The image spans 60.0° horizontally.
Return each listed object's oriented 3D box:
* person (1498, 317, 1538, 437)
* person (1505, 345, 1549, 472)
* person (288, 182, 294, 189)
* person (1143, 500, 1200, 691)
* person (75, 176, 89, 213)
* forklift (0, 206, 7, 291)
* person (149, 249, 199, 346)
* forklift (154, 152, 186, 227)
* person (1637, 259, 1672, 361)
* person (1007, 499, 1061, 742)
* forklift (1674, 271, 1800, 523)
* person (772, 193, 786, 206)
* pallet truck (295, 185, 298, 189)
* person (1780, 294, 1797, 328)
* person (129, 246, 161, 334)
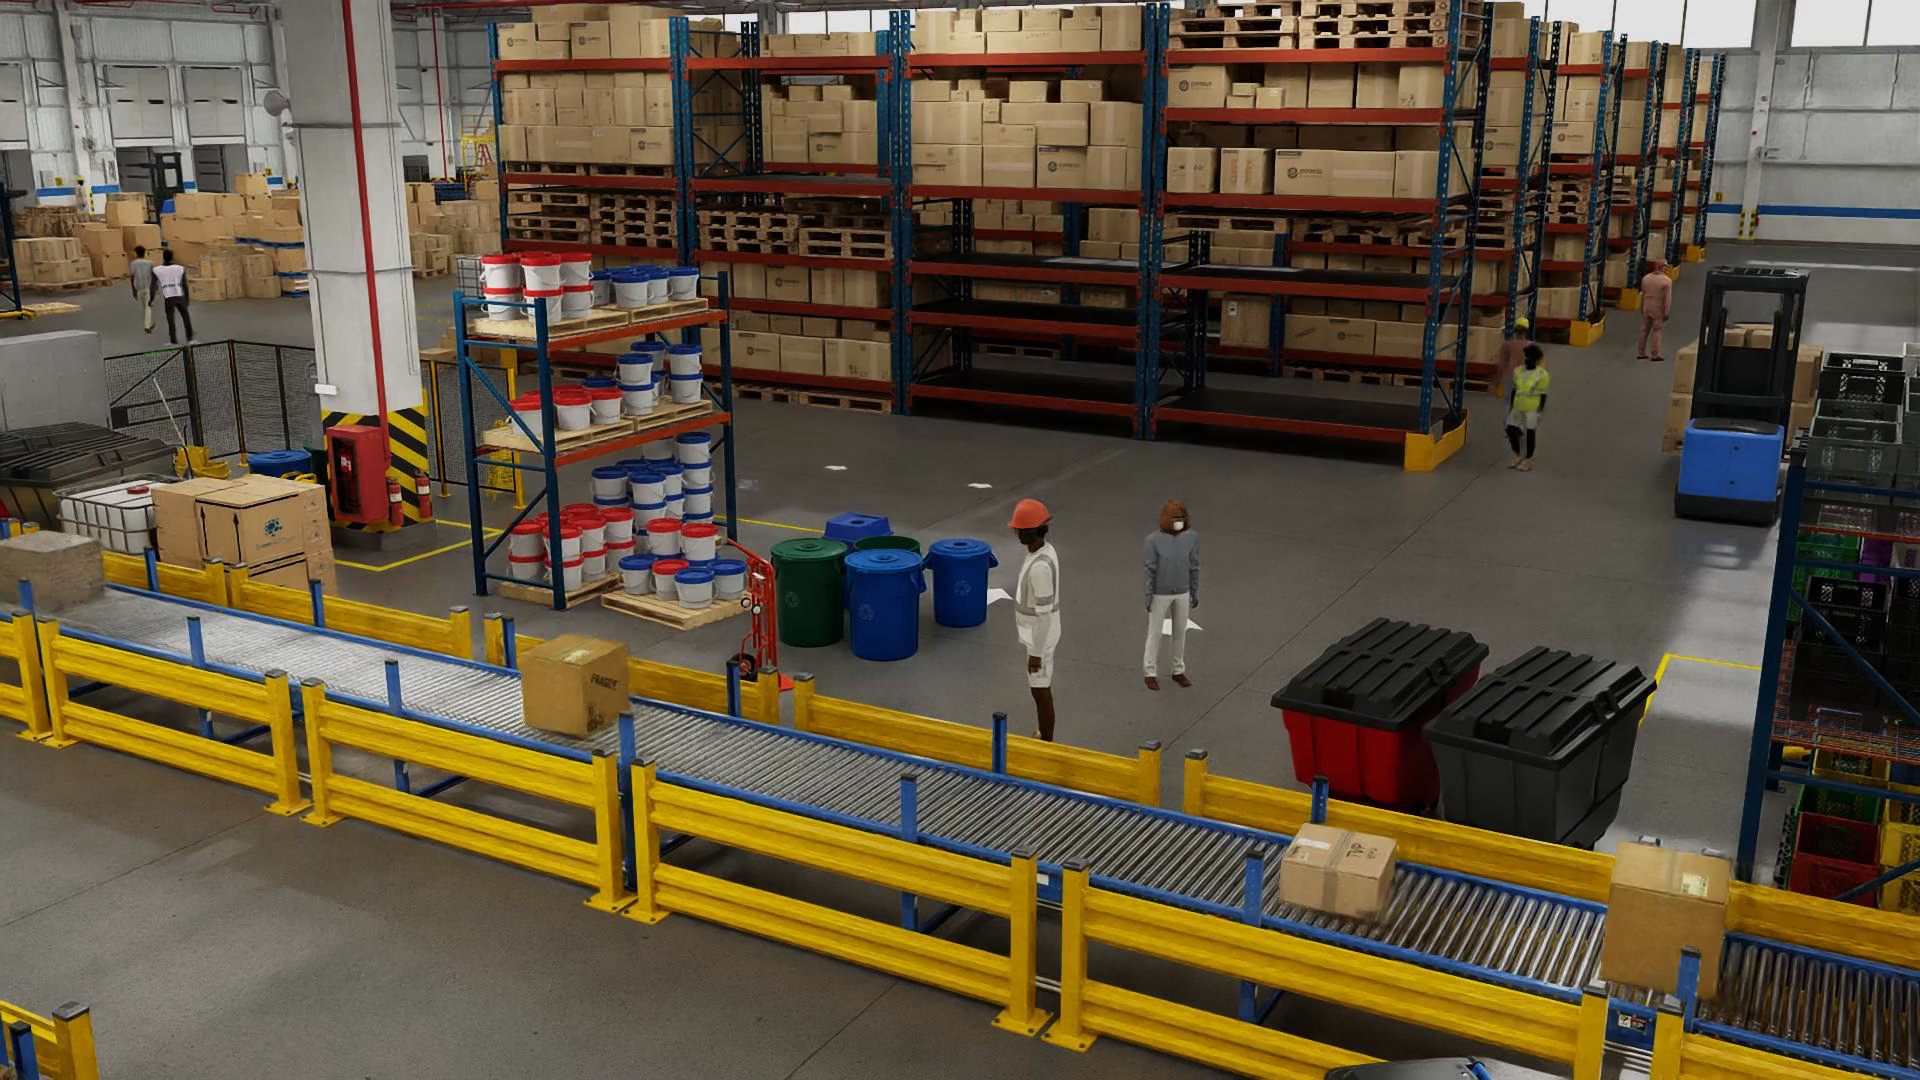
[{"bbox_3d":[8.068,-2.355,24.119,0.537,1.756,0.369,7,16,23],"label":"person"},{"bbox_3d":[7.428,-1.724,21.852,0.435,1.682,0.552,-13,19,-39],"label":"person"},{"bbox_3d":[-23.455,-11.581,58.441,0.354,1.937,0.635,5,16,19],"label":"person"},{"bbox_3d":[1.751,0.455,13.800,0.497,1.625,0.286,-5,16,-18],"label":"person"},{"bbox_3d":[-33.935,-13.078,64.147,0.599,1.902,0.770,12,19,37],"label":"person"},{"bbox_3d":[-24.978,-7.849,42.606,1.873,2.768,1.129,5,16,18],"label":"forklift"},{"bbox_3d":[-15.611,-4.772,32.900,0.770,1.914,0.436,-8,17,-27],"label":"person"},{"bbox_3d":[-29.681,-13.185,62.665,1.873,2.768,1.129,8,17,28],"label":"forklift"},{"bbox_3d":[13.049,-4.305,31.171,0.400,1.902,0.641,-8,17,-29],"label":"person"},{"bbox_3d":[0.535,0.699,12.089,0.394,2.038,0.605,1,15,2],"label":"person"},{"bbox_3d":[9.269,-1.763,19.726,1.129,2.768,1.873,8,17,27],"label":"forklift"},{"bbox_3d":[-5.943,-10.769,55.569,0.625,1.846,0.429,2,15,6],"label":"person"},{"bbox_3d":[-26.804,-14.617,69.738,1.885,1.965,0.823,-14,20,-42],"label":"pallet truck"},{"bbox_3d":[15.651,-4.240,31.427,0.266,1.631,0.507,3,15,13],"label":"person"},{"bbox_3d":[-17.117,-5.255,34.926,0.490,1.810,1.015,-2,15,-9],"label":"person"}]
